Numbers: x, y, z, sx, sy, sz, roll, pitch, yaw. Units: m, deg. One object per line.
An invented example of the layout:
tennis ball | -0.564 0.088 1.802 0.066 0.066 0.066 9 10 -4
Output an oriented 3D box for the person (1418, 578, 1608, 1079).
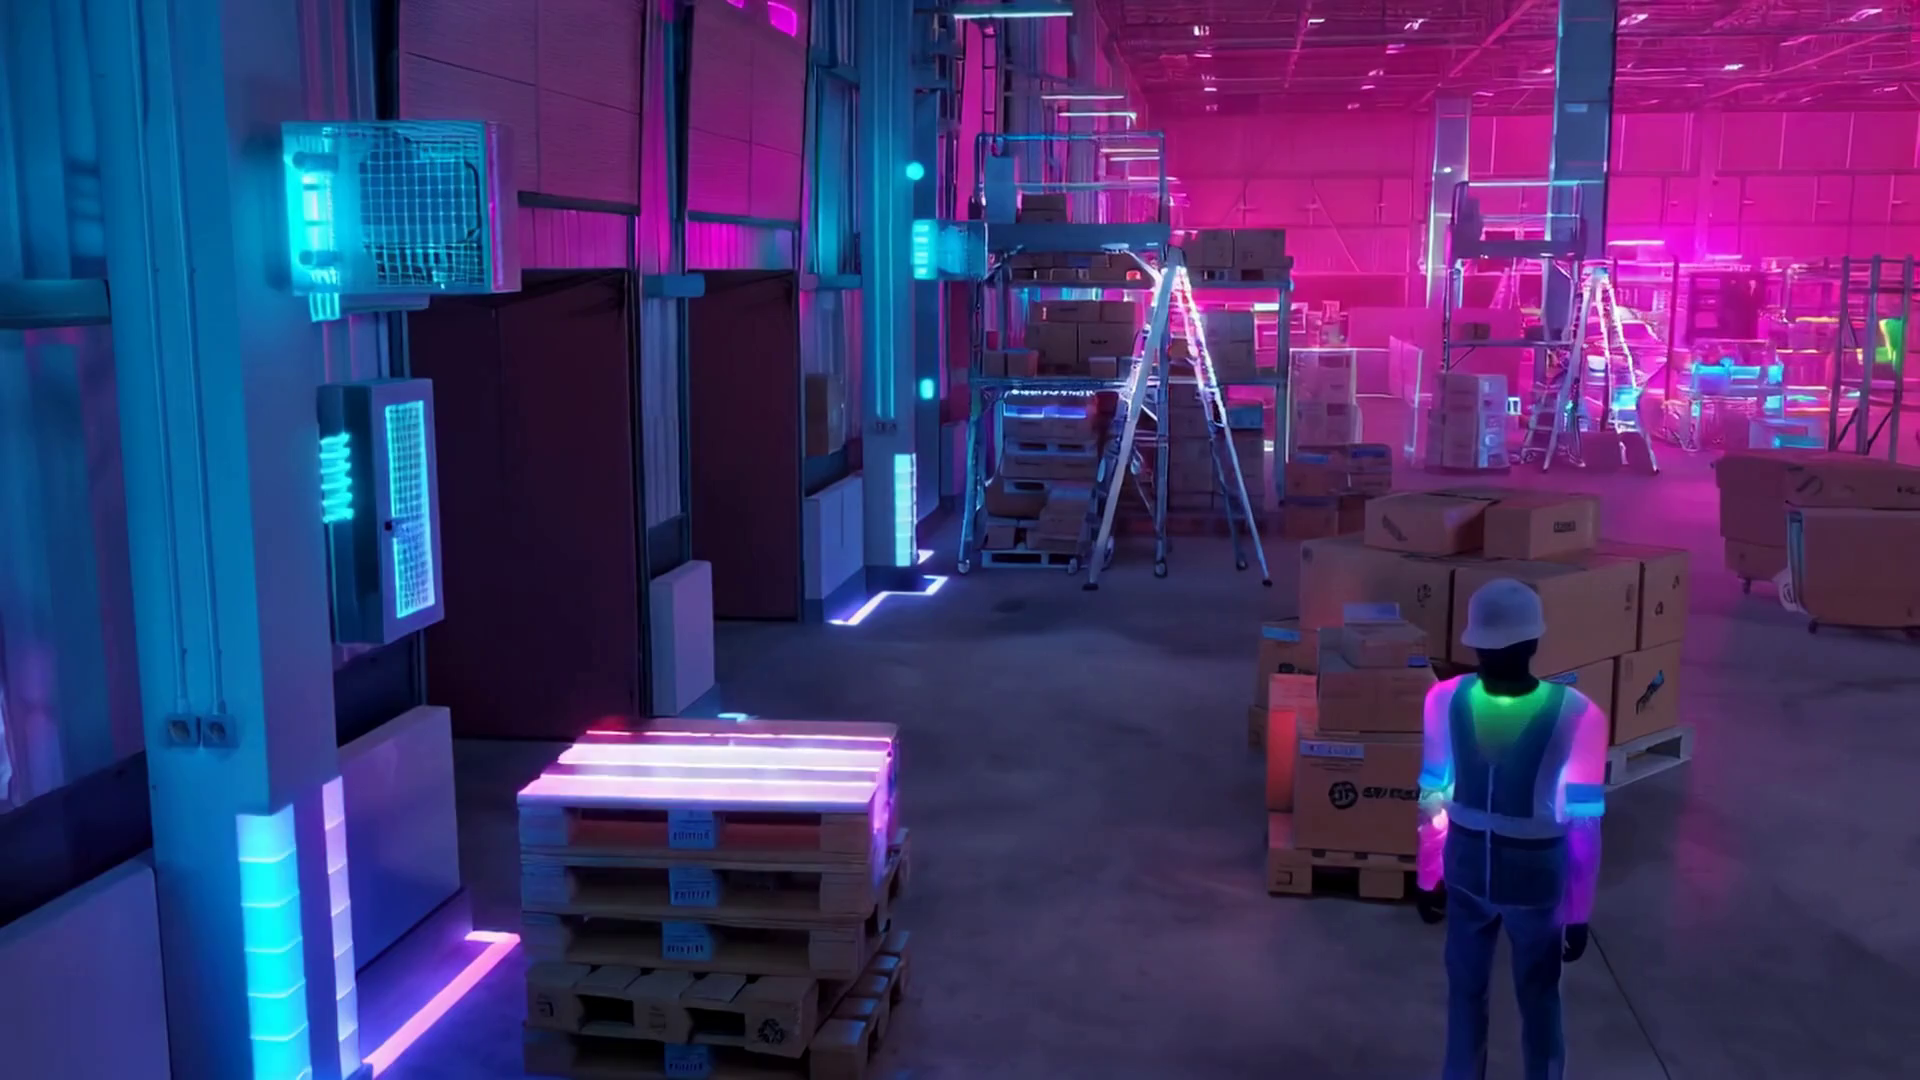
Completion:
person | 1.686 1.061 5.184 0.585 1.920 0.395 8 12 40

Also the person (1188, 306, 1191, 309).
person | 6.203 -5.354 44.717 0.544 1.930 0.389 -5 11 -29

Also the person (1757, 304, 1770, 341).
person | 22.222 -5.571 46.045 0.358 1.931 0.628 4 10 22

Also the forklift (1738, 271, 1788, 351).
forklift | 22.794 -6.346 47.905 1.873 2.768 1.129 -3 10 -17

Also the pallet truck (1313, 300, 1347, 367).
pallet truck | 11.159 -6.200 49.718 0.823 1.965 1.885 4 10 26

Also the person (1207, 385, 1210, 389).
person | 5.179 -3.651 35.135 0.312 1.633 0.520 -5 11 -29

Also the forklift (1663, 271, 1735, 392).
forklift | 17.136 -4.766 38.159 1.873 2.768 1.129 -8 12 -41

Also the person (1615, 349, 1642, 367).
person | 15.493 -4.354 38.602 0.562 1.904 0.791 7 11 37

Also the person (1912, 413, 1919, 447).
person | 15.683 -2.368 26.892 0.320 1.738 0.486 8 12 42
